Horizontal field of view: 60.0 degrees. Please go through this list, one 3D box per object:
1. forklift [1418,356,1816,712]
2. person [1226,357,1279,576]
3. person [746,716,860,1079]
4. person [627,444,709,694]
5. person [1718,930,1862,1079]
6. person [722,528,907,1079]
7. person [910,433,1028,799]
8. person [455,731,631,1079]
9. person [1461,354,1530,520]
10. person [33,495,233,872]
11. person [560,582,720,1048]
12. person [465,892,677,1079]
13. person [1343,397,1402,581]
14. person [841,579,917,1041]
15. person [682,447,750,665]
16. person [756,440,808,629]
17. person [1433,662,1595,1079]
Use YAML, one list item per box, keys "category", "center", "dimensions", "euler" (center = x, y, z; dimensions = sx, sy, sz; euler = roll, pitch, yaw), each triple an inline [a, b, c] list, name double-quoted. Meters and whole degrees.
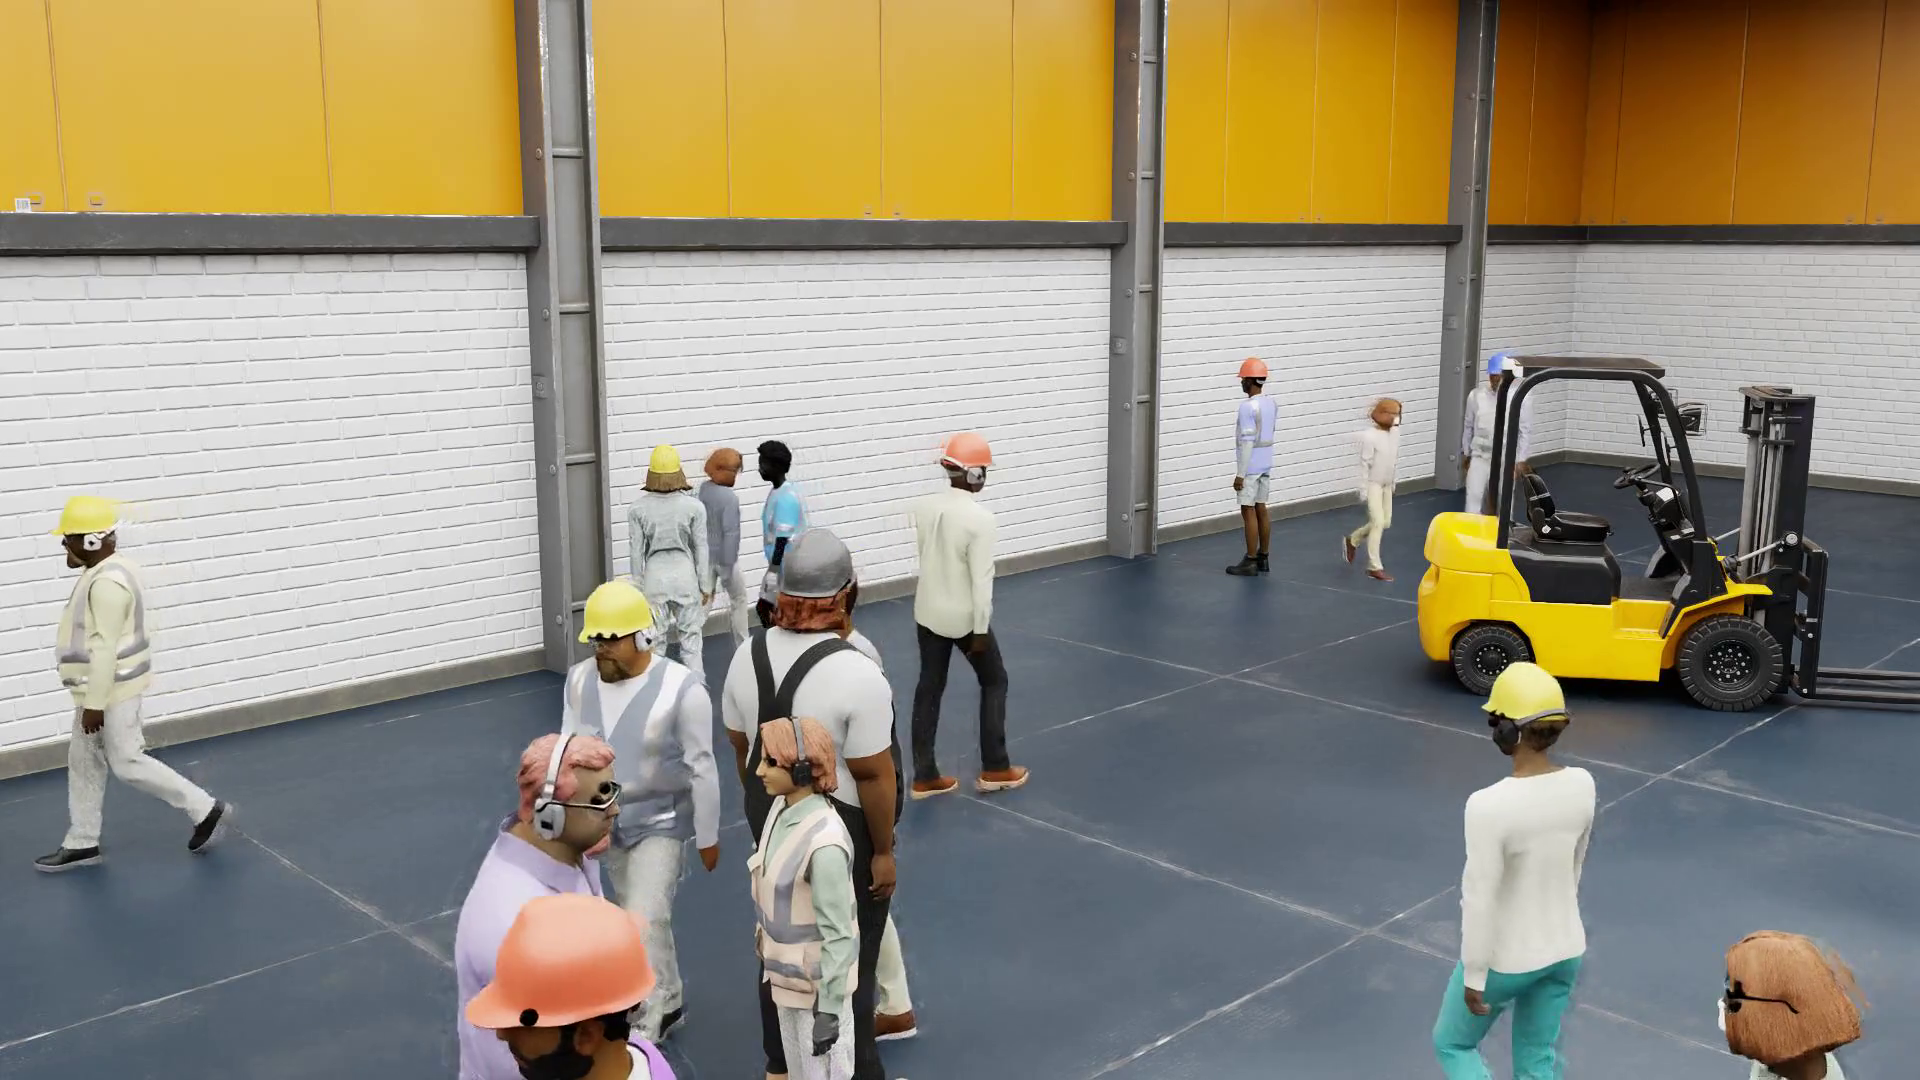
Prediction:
- category: "forklift"
  center: [4.276, -0.101, 11.076]
  dimensions: [2.313, 2.155, 1.214]
  euler: [2, 11, 13]
- category: "person"
  center: [2.580, -0.648, 14.758]
  dimensions: [0.361, 1.935, 0.553]
  euler: [8, 13, 36]
- category: "person"
  center: [-0.450, 1.309, 4.900]
  dimensions: [0.311, 1.638, 0.523]
  euler: [-4, 11, -22]
- category: "person"
  center: [-1.780, 0.281, 10.222]
  dimensions: [0.484, 1.746, 0.288]
  euler: [-1, 10, -6]
- category: "person"
  center: [1.827, 1.593, 3.472]
  dimensions: [0.754, 1.592, 0.522]
  euler: [4, 11, 20]
- category: "person"
  center: [-0.443, 0.963, 5.694]
  dimensions: [0.682, 2.000, 0.537]
  euler: [8, 13, 37]
- category: "person"
  center: [0.037, 0.403, 8.964]
  dimensions: [0.637, 1.964, 0.797]
  euler: [10, 14, 43]
- category: "person"
  center: [-0.892, 1.361, 3.996]
  dimensions: [0.900, 1.865, 0.653]
  euler: [0, 10, -2]
- category: "person"
  center: [4.940, -0.769, 15.485]
  dimensions: [0.646, 1.904, 0.939]
  euler: [7, 12, 33]
- category: "person"
  center: [-3.992, 0.673, 7.910]
  dimensions: [0.815, 1.809, 0.588]
  euler: [-7, 12, -32]
- category: "person"
  center: [-1.214, 1.042, 5.916]
  dimensions: [0.583, 1.795, 0.807]
  euler: [5, 12, 27]
- category: "person"
  center: [-0.586, 1.525, 2.943]
  dimensions: [0.506, 1.926, 0.571]
  euler: [-2, 11, -13]
- category: "person"
  center: [3.632, -0.472, 14.696]
  dimensions: [0.533, 1.611, 0.593]
  euler: [-9, 13, -39]
- category: "person"
  center: [-0.479, 0.982, 6.131]
  dimensions: [0.706, 1.835, 0.544]
  euler: [-1, 10, -7]
- category: "person"
  center: [-1.637, 0.133, 11.441]
  dimensions: [0.496, 1.581, 0.775]
  euler: [10, 14, 42]
- category: "person"
  center: [-1.192, 0.181, 10.936]
  dimensions: [0.550, 1.674, 0.551]
  euler: [-3, 11, -17]
- category: "person"
  center: [1.674, 1.229, 5.034]
  dimensions: [0.530, 1.752, 0.356]
  euler: [-5, 11, -23]
